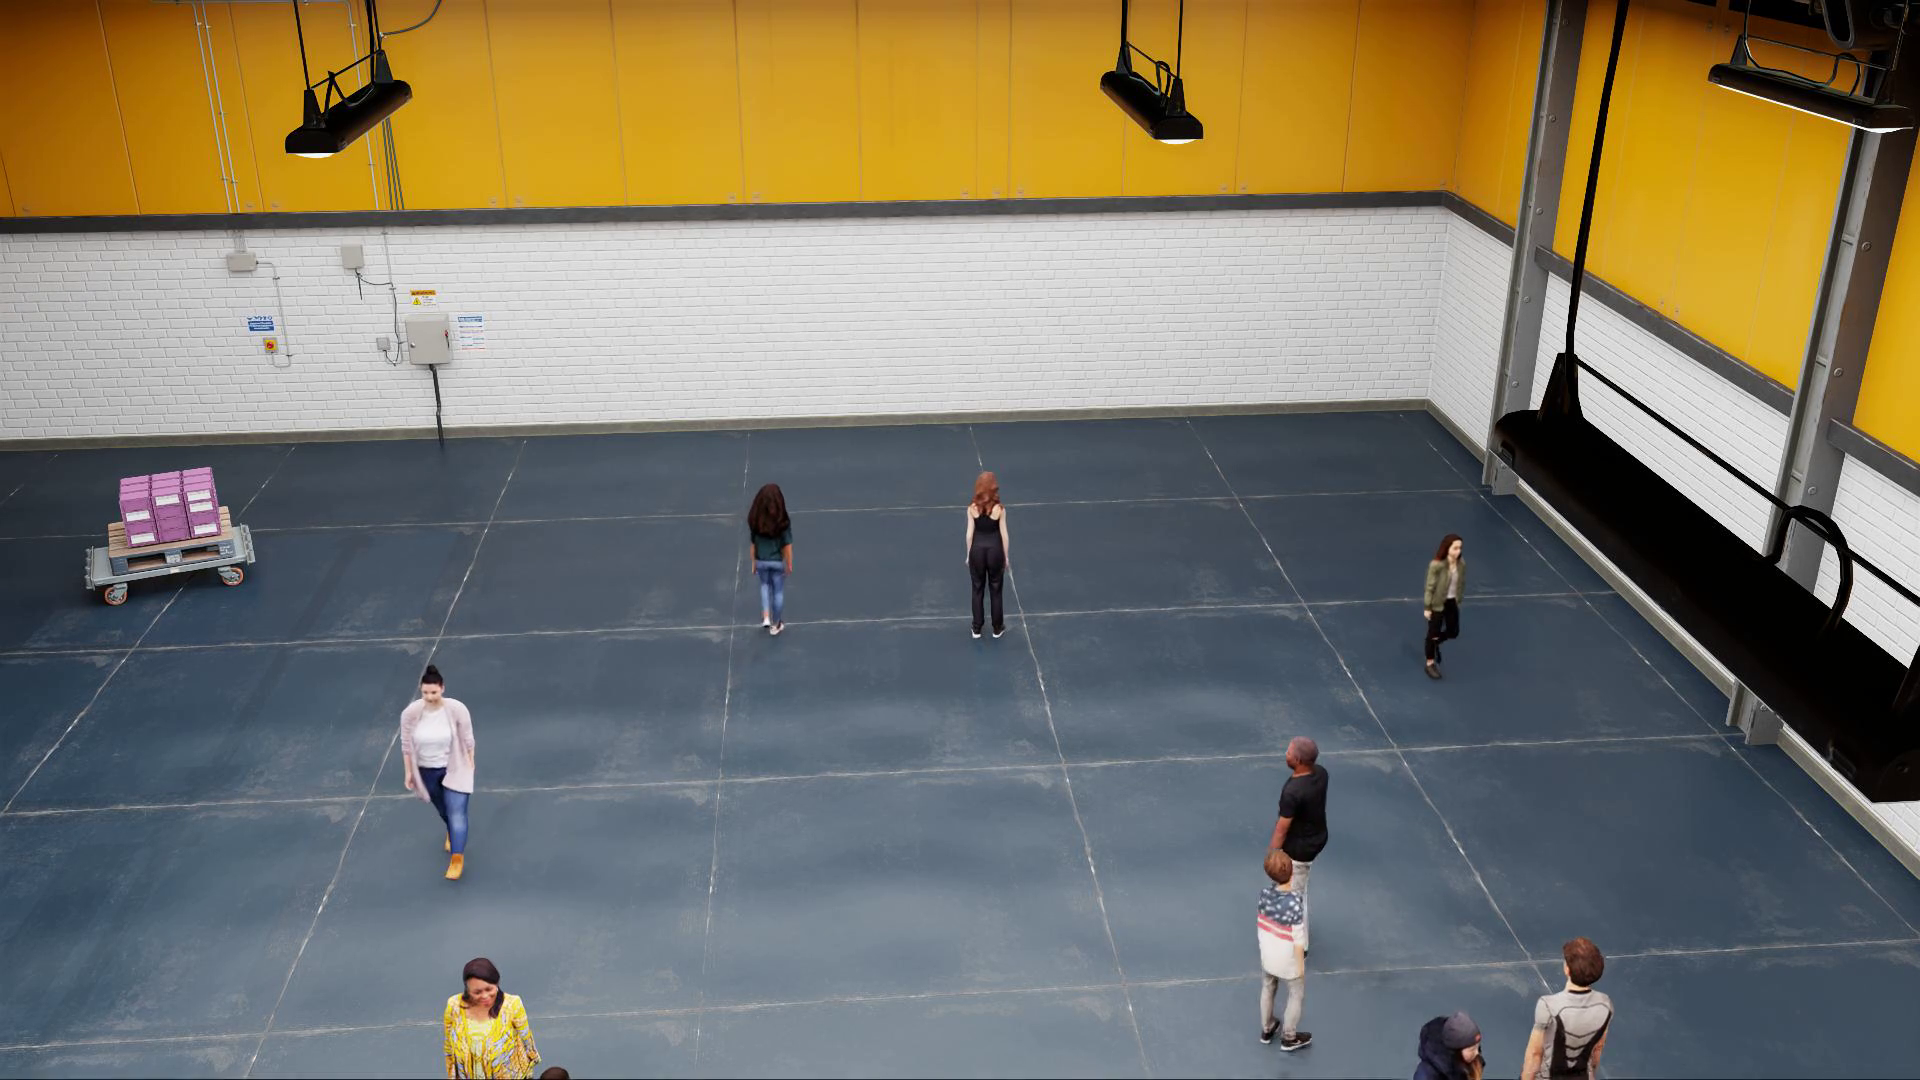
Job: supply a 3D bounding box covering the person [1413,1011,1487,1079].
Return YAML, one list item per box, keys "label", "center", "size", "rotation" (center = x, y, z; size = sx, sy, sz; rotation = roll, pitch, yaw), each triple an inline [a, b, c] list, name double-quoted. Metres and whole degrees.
- label: "person"
  center: [2.631, 3.318, 9.458]
  size: [0.990, 1.654, 0.938]
  rotation: [17, 29, 33]

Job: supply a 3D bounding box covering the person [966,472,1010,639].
- label: "person"
  center: [0.266, 0.151, 16.590]
  size: [0.624, 1.745, 0.580]
  rotation: [2, 24, 5]

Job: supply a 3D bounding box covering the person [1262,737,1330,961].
- label: "person"
  center: [2.482, 2.224, 11.790]
  size: [0.880, 1.792, 0.818]
  rotation: [18, 30, 36]

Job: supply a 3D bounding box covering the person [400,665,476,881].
- label: "person"
  center: [-4.039, 1.731, 13.028]
  size: [0.743, 1.704, 1.046]
  rotation: [0, 24, 1]

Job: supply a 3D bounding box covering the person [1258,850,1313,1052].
- label: "person"
  center: [2.139, 2.740, 11.073]
  size: [0.730, 1.420, 0.638]
  rotation: [-13, 27, -28]

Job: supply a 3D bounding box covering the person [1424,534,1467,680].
- label: "person"
  center: [4.573, 0.594, 15.923]
  size: [0.657, 1.468, 0.702]
  rotation: [-7, 25, -16]

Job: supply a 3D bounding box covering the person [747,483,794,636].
- label: "person"
  center: [-1.903, 0.233, 16.577]
  size: [0.655, 1.605, 0.692]
  rotation: [3, 24, 7]

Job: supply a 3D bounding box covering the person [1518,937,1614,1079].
- label: "person"
  center: [3.473, 3.157, 9.535]
  size: [0.673, 1.888, 0.629]
  rotation: [-3, 24, -7]

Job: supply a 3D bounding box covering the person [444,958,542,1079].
- label: "person"
  center: [-2.752, 3.166, 9.805]
  size: [0.689, 1.656, 0.719]
  rotation: [-2, 24, -4]
